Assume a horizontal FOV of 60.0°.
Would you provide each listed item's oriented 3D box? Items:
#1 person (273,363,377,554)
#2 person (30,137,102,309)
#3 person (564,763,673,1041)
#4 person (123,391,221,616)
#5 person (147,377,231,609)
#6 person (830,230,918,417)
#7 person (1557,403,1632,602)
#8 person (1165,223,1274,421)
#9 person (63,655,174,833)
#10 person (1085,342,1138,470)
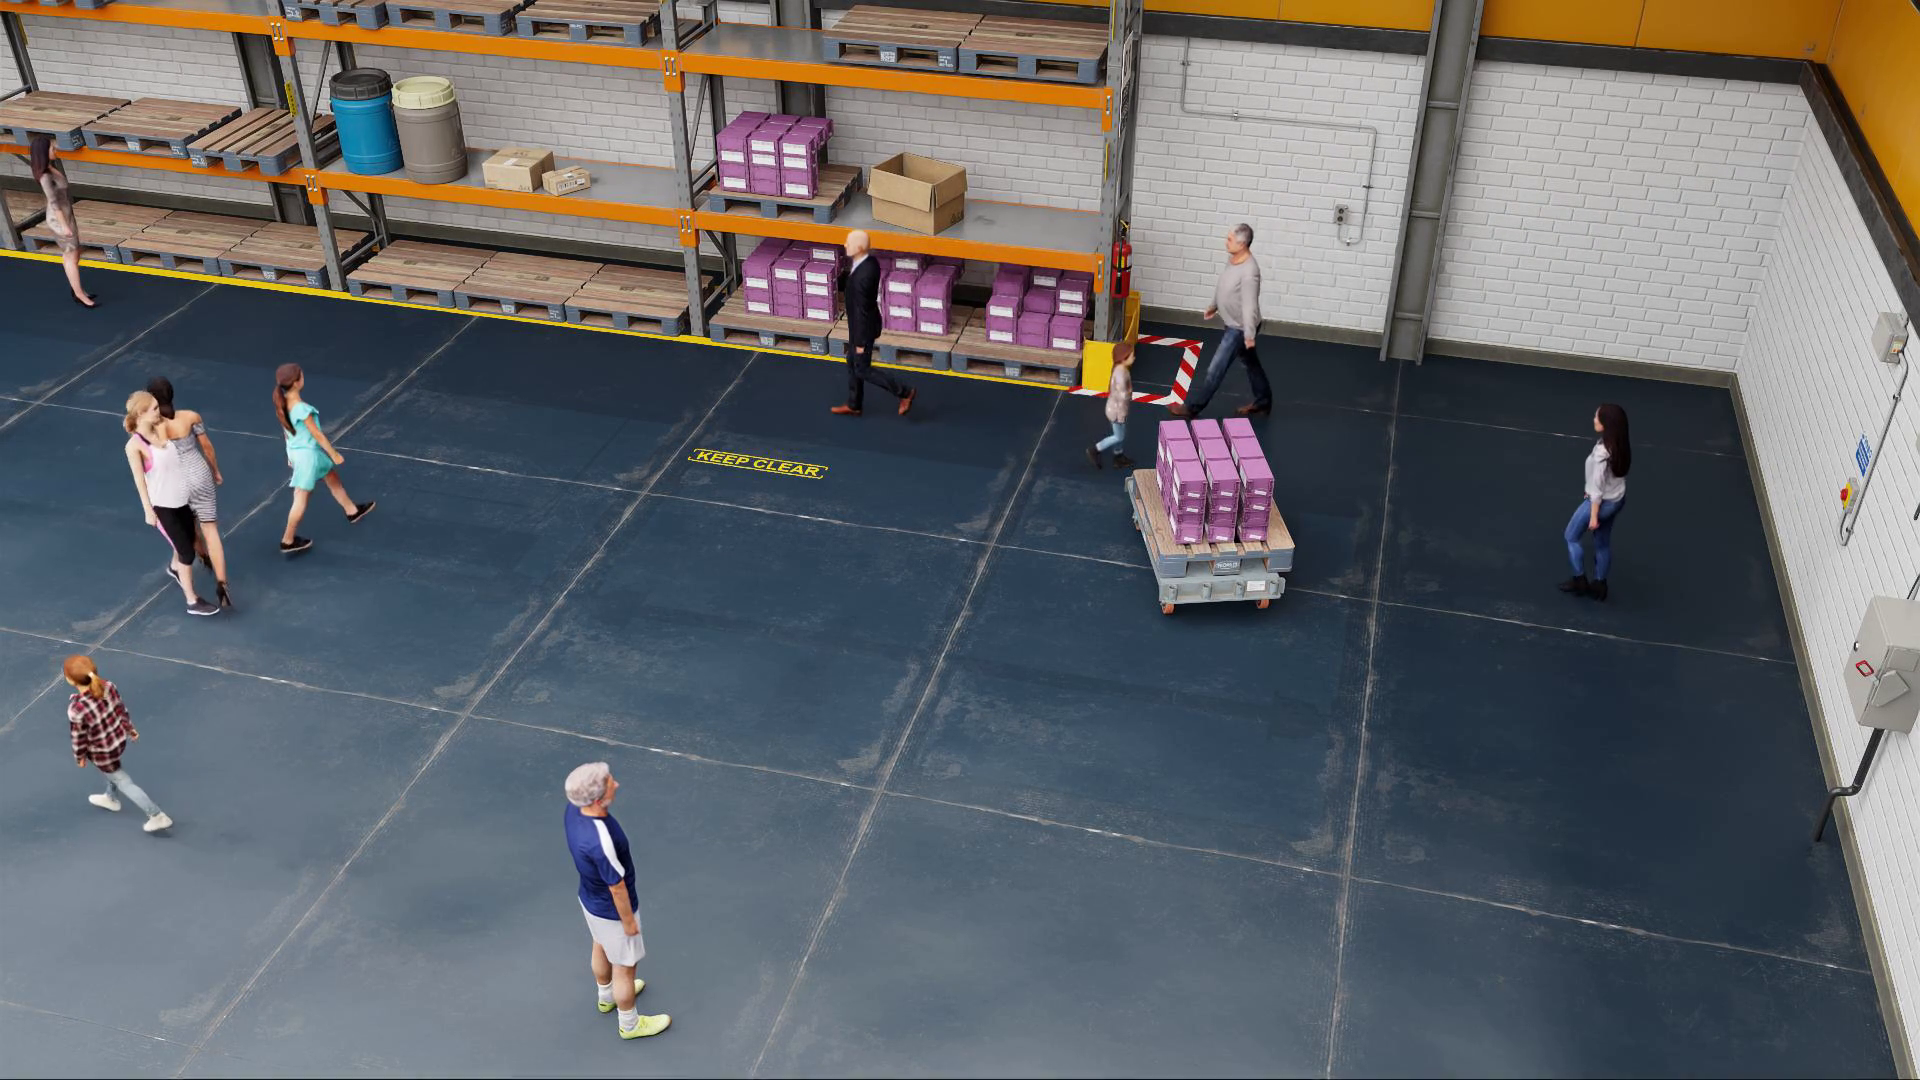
[{"bbox_3d":[-5.113,-0.595,12.846,1.078,1.513,0.963,28,43,35],"label":"person"},{"bbox_3d":[-8.894,-3.144,16.473,0.721,1.743,0.665,-17,37,-24],"label":"person"},{"bbox_3d":[-1.862,1.895,8.807,0.782,1.839,0.704,-21,39,-28],"label":"person"},{"bbox_3d":[-5.822,-0.290,12.174,0.855,1.751,0.633,11,35,17],"label":"person"},{"bbox_3d":[-5.623,-0.311,12.179,1.101,1.779,1.105,-14,36,-20],"label":"person"},{"bbox_3d":[-0.764,-1.844,14.483,1.090,1.781,0.829,2,34,3],"label":"person"},{"bbox_3d":[4.806,-0.228,12.211,0.738,1.605,0.780,-28,42,-35],"label":"person"},{"bbox_3d":[2.506,-1.850,14.434,1.288,1.847,0.936,0,34,0],"label":"person"},{"bbox_3d":[-5.205,1.274,10.243,0.911,1.284,0.549,10,35,14],"label":"person"},{"bbox_3d":[1.283,-1.105,13.910,0.697,1.185,0.553,3,34,4],"label":"person"}]
